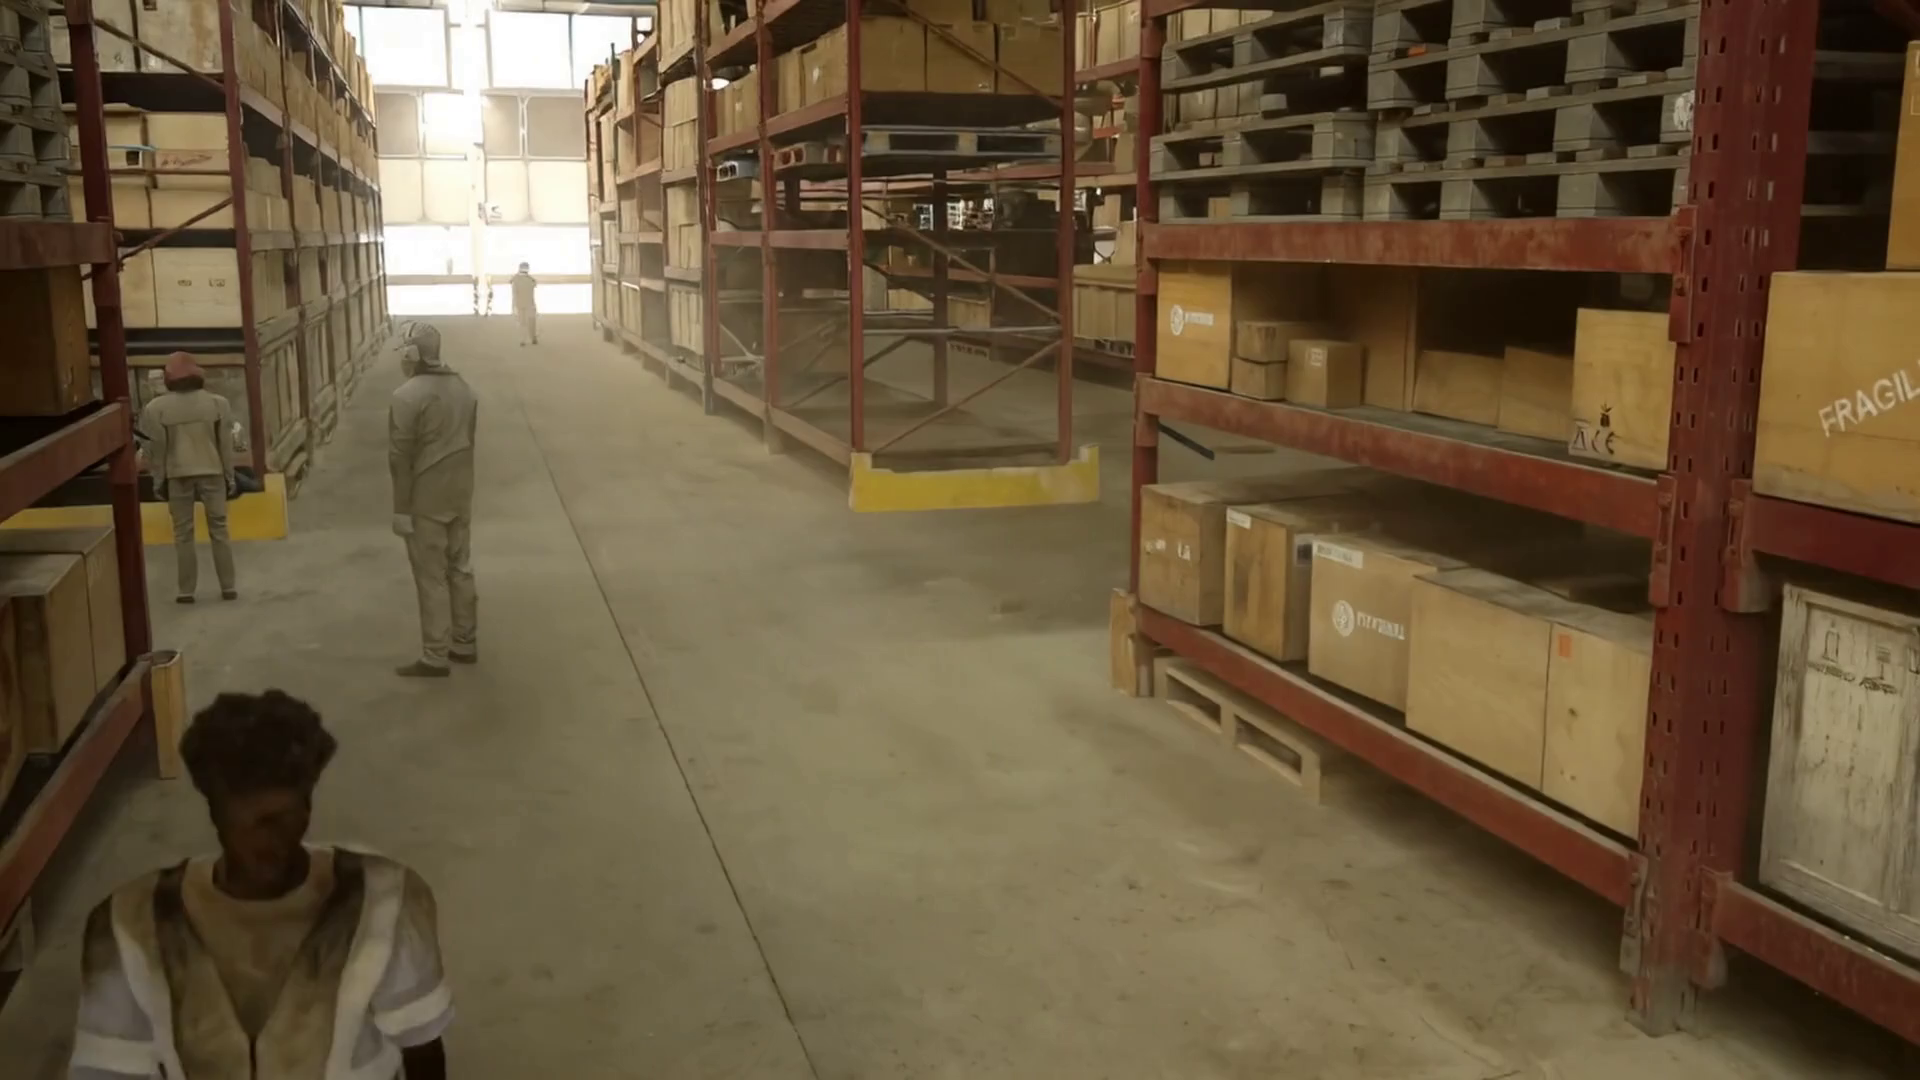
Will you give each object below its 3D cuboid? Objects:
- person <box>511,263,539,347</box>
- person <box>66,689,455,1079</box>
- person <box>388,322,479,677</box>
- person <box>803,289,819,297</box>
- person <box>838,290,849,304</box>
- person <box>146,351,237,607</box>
[{"bbox_3d":[-9.361,-5.061,35.822,0.607,1.784,0.925,-1,10,-5],"label":"person"},{"bbox_3d":[-1.071,1.053,2.590,0.545,1.676,0.617,-2,11,-10],"label":"person"},{"bbox_3d":[-2.856,-0.219,8.974,0.399,1.900,0.645,3,11,14],"label":"person"},{"bbox_3d":[-3.860,-6.218,42.638,0.522,1.615,0.732,5,12,26],"label":"person"},{"bbox_3d":[-2.306,-4.844,34.181,0.389,1.948,0.605,4,11,20],"label":"person"},{"bbox_3d":[-4.884,-0.385,10.601,0.499,1.633,0.284,-6,12,-31],"label":"person"}]
